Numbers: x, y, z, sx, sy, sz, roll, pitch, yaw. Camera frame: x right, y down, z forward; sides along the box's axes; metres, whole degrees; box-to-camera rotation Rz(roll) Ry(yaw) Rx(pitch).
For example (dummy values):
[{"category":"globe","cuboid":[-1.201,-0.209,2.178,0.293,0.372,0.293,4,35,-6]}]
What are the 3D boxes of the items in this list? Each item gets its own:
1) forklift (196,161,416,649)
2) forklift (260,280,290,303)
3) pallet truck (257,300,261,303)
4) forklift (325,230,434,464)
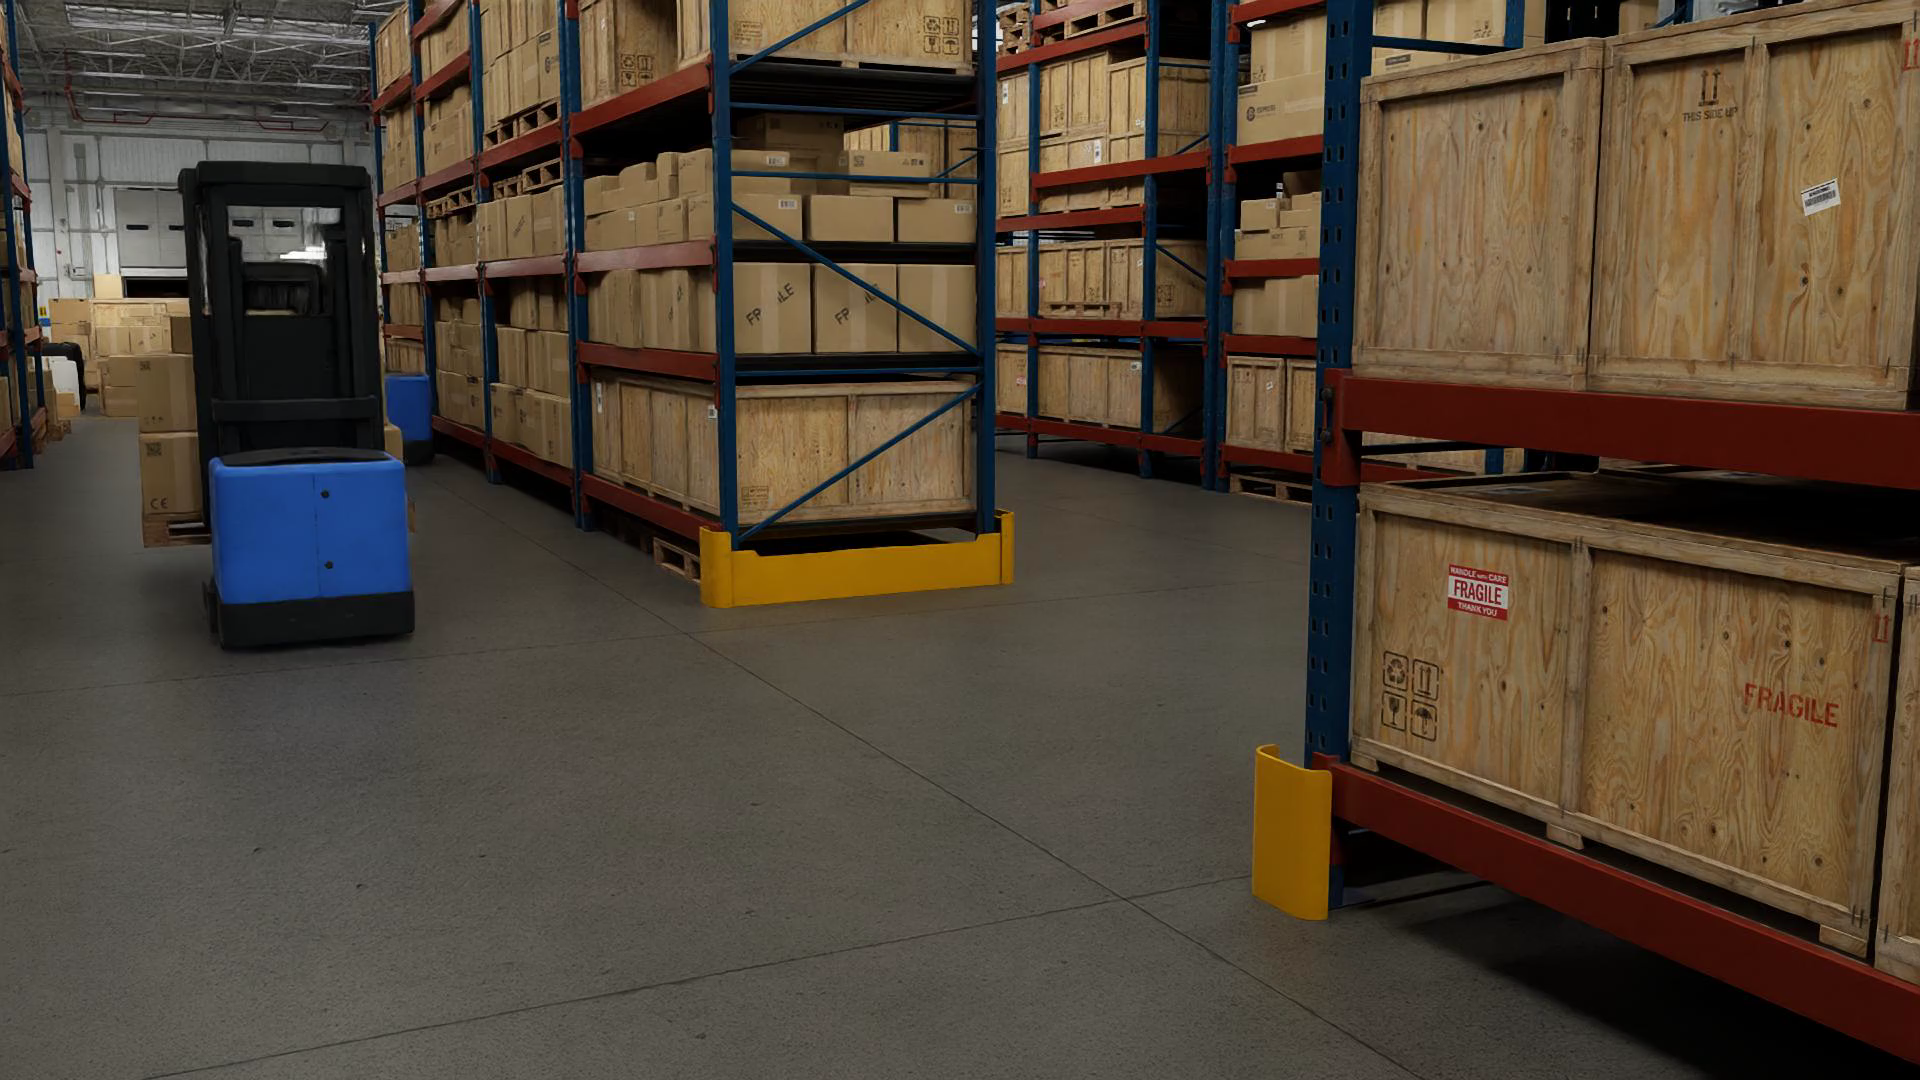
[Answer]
[{"category":"forklift","cuboid":[-4.056,-0.878,10.142,1.129,2.768,1.873,-4,9,-26]},{"category":"forklift","cuboid":[-17.328,-5.529,42.212,1.129,2.768,1.873,6,10,38]},{"category":"pallet truck","cuboid":[-23.913,-7.404,58.171,1.885,1.965,0.823,-1,8,-9]},{"category":"forklift","cuboid":[-7.420,-2.331,20.159,1.873,2.768,1.129,-3,9,-18]}]
